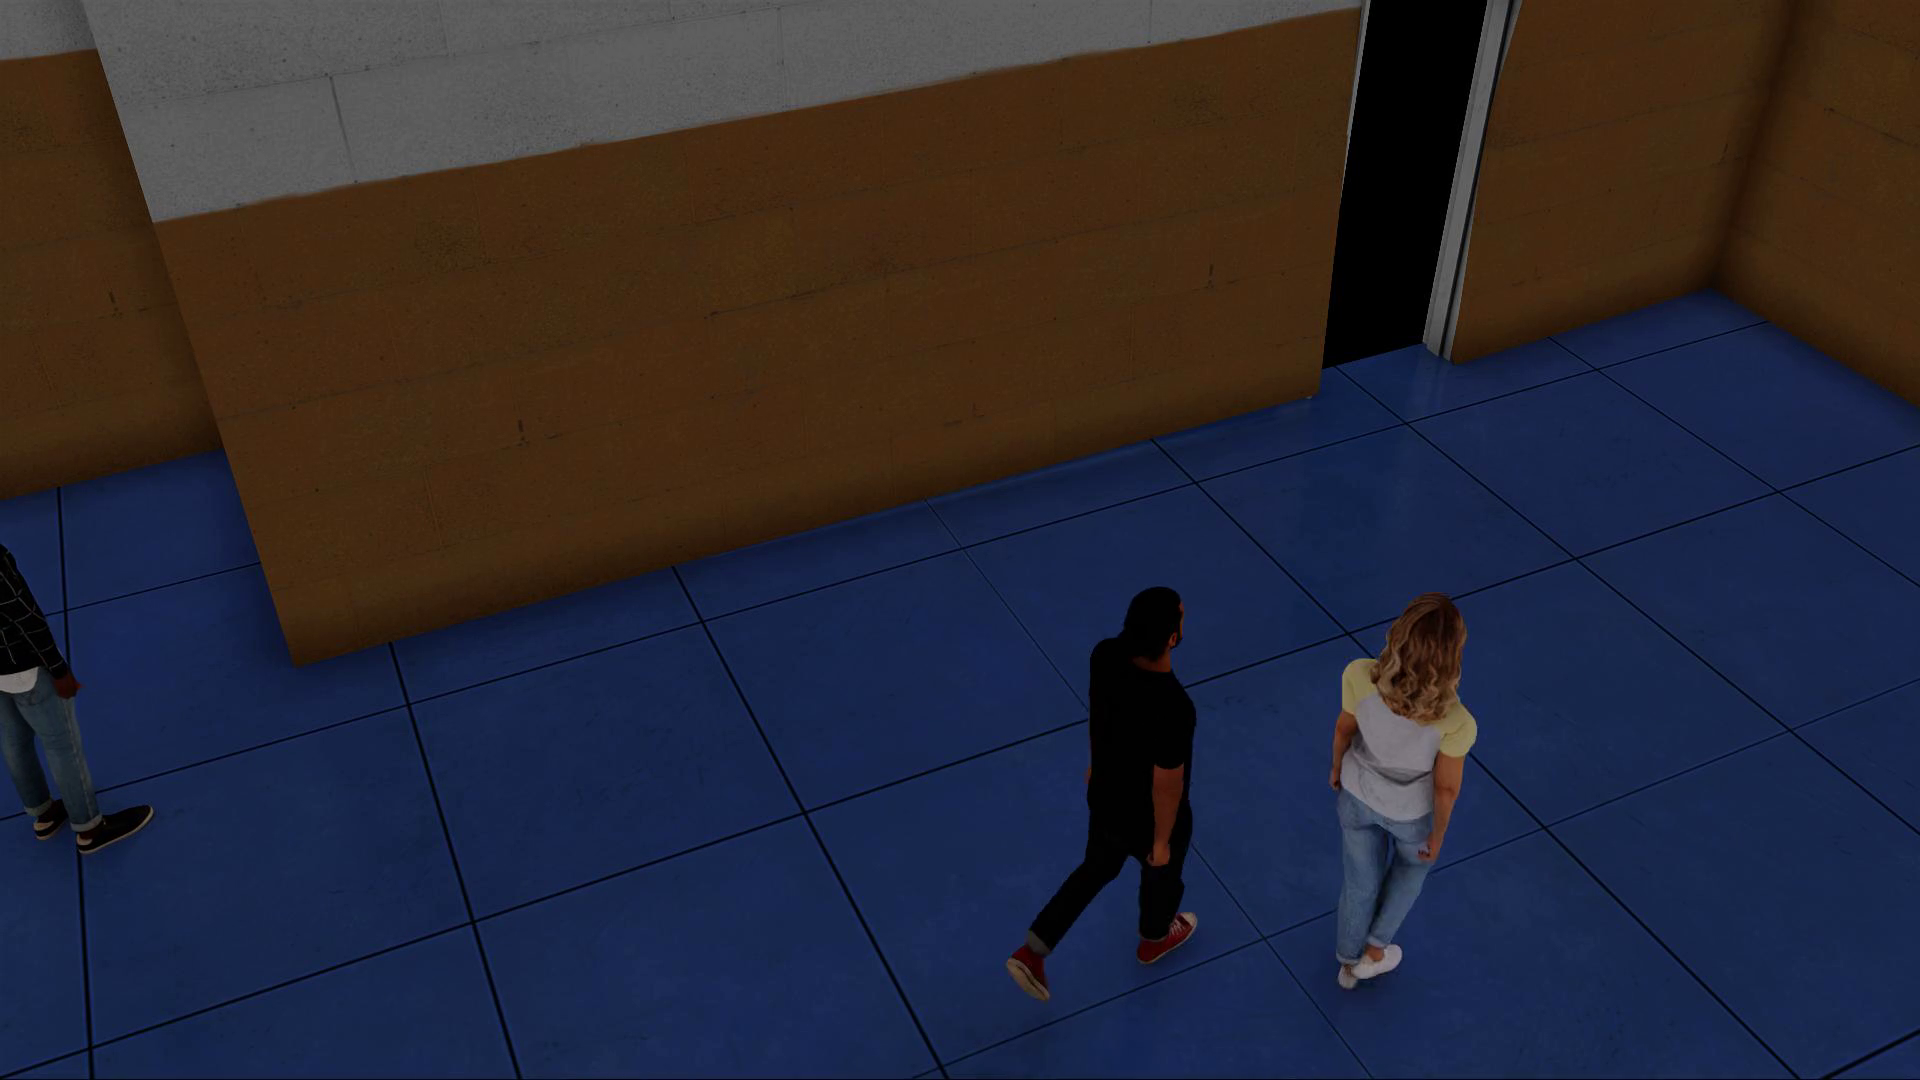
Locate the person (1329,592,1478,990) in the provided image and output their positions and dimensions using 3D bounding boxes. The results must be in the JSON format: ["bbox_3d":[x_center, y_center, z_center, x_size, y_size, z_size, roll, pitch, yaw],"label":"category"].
[{"bbox_3d":[1.382,0.925,5.525,0.716,1.714,0.799,22,42,26],"label":"person"}]

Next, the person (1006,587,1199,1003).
[{"bbox_3d":[0.525,0.910,5.542,0.834,1.733,1.047,-24,43,-28],"label":"person"}]

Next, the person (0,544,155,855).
[{"bbox_3d":[-3.518,0.425,6.114,0.718,1.821,0.799,16,40,20],"label":"person"}]
